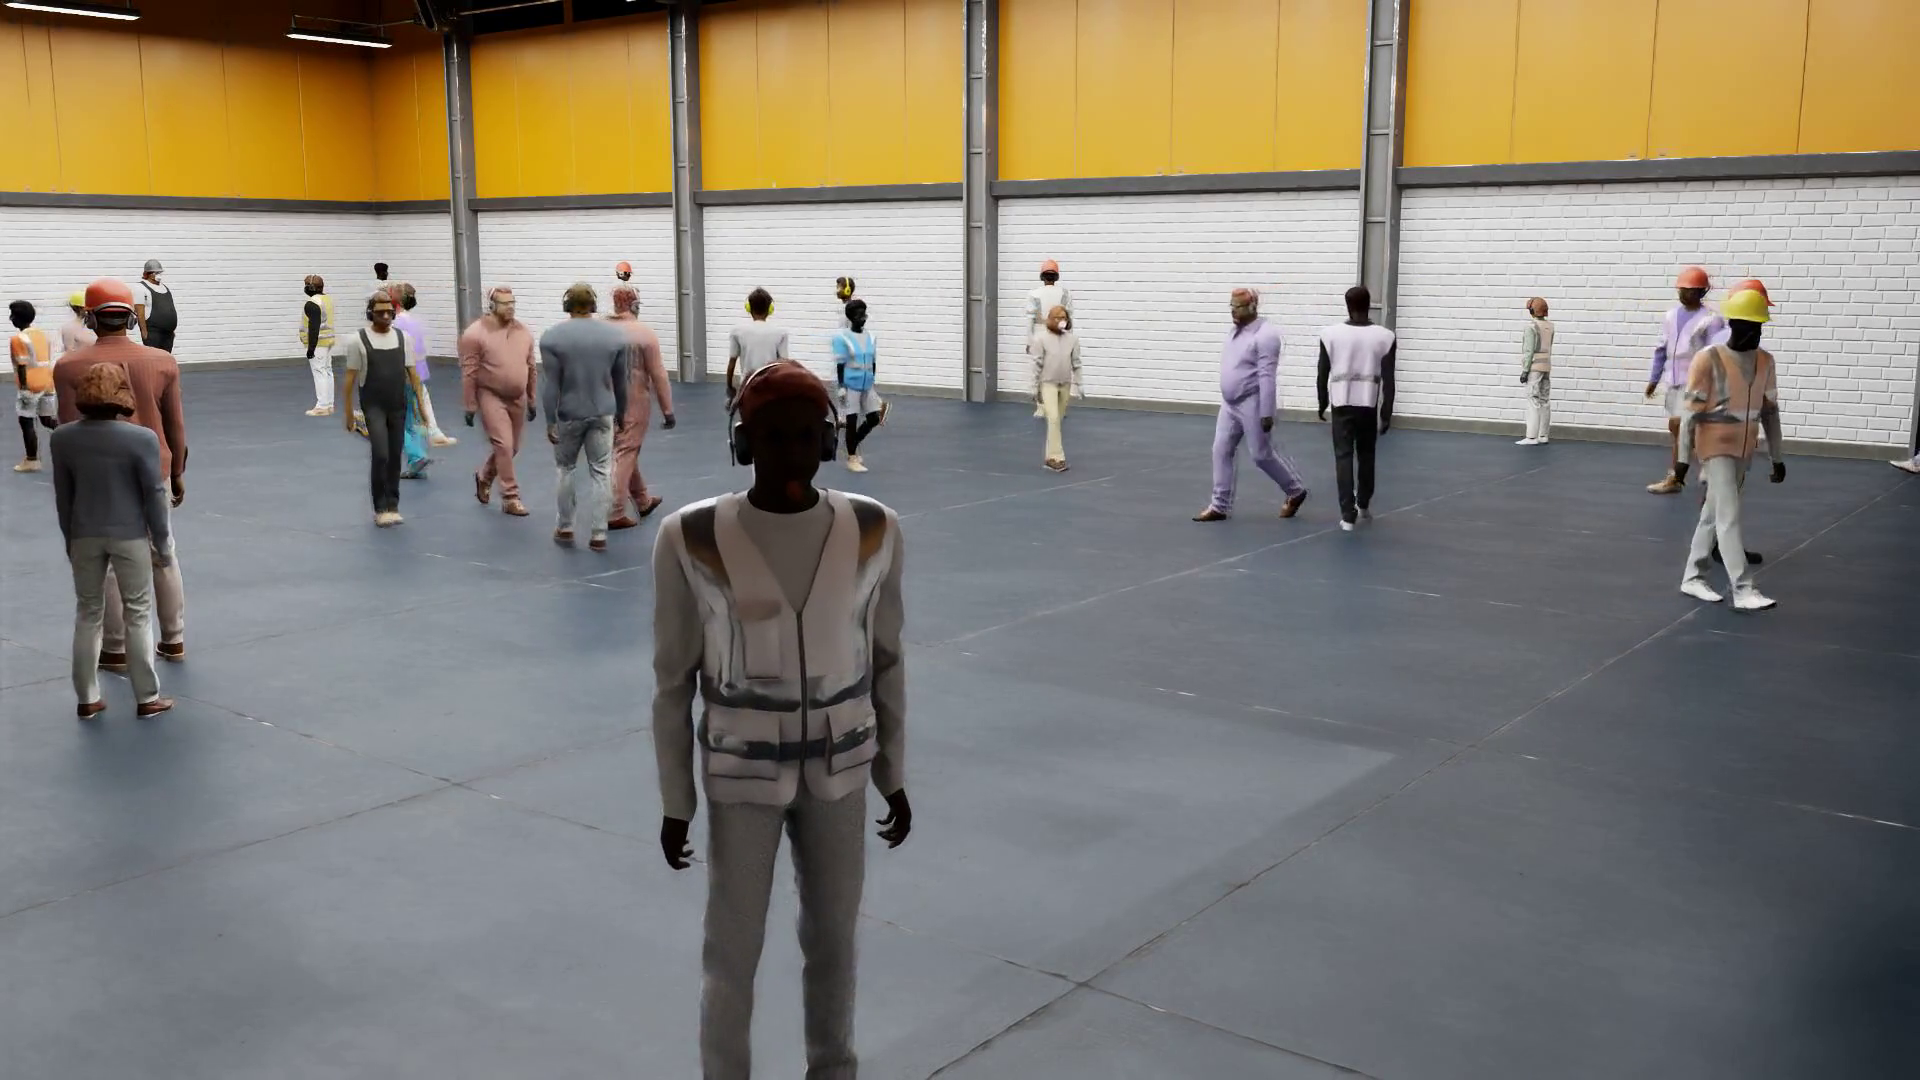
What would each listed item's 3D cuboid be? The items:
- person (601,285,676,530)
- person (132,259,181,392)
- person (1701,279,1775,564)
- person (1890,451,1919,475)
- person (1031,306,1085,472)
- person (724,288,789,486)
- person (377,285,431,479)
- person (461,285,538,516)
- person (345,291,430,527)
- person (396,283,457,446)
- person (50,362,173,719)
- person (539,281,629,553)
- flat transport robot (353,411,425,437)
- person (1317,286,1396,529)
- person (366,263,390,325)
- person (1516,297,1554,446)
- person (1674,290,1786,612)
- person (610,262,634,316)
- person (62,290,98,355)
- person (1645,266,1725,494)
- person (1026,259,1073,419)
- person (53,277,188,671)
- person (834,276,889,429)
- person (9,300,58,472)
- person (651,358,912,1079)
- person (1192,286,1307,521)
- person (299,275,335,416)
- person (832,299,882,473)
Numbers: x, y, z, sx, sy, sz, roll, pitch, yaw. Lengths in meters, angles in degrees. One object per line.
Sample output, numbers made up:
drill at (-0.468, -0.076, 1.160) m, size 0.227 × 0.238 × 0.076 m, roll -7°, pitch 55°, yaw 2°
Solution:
person at (-2.514, -1.045, 12.983) m, size 0.681 × 1.863 × 0.935 m, roll 5°, pitch 11°, yaw 27°
person at (-12.159, -3.240, 25.267) m, size 0.538 × 2.000 × 0.682 m, roll 3°, pitch 10°, yaw 15°
person at (5.342, -0.813, 11.436) m, size 0.363 × 1.939 × 0.542 m, roll 0°, pitch 10°, yaw 0°
person at (9.325, -1.407, 15.564) m, size 0.944 × 1.713 × 0.537 m, roll 6°, pitch 11°, yaw 31°
person at (0.996, -1.453, 16.102) m, size 0.523 × 1.600 × 0.752 m, roll -5°, pitch 11°, yaw -27°
person at (-1.718, -1.209, 14.106) m, size 0.522 × 1.816 × 0.957 m, roll -3°, pitch 10°, yaw -16°
person at (-5.188, -1.458, 15.514) m, size 0.450 × 1.823 × 0.562 m, roll 1°, pitch 10°, yaw 5°
person at (-3.804, -1.157, 13.656) m, size 0.877 × 1.876 × 0.656 m, roll 9°, pitch 13°, yaw 42°
person at (-4.423, -1.002, 12.866) m, size 0.546 × 1.820 × 0.615 m, roll -9°, pitch 13°, yaw -42°
person at (-5.971, -1.881, 18.065) m, size 0.831 × 1.807 × 0.627 m, roll -3°, pitch 10°, yaw -15°
person at (-3.859, 0.008, 7.584) m, size 0.500 × 1.624 × 0.304 m, roll 0°, pitch 10°, yaw -1°
person at (-2.703, -0.885, 11.926) m, size 0.645 × 1.917 × 0.759 m, roll -4°, pitch 11°, yaw -23°
flat transport robot at (-6.787, -1.397, 19.682) m, size 0.652 × 0.197 × 1.431 m, roll -5°, pitch 11°, yaw -26°
person at (3.094, -1.050, 13.073) m, size 0.581 × 1.855 × 0.995 m, roll 1°, pitch 10°, yaw 6°
person at (-10.610, -4.105, 30.526) m, size 0.612 × 1.961 × 0.364 m, roll 5°, pitch 11°, yaw 28°
person at (6.378, -1.860, 18.408) m, size 0.518 × 1.636 × 0.312 m, roll -8°, pitch 13°, yaw -40°
person at (4.642, -0.516, 9.823) m, size 0.617 × 1.888 × 0.898 m, roll -4°, pitch 11°, yaw -22°
person at (-5.586, -3.609, 27.570) m, size 0.401 × 1.986 × 0.612 m, roll -6°, pitch 11°, yaw -31°
person at (-8.996, -1.687, 17.079) m, size 0.439 × 1.750 × 0.511 m, roll 2°, pitch 10°, yaw 14°
person at (6.520, -1.422, 14.765) m, size 0.879 × 2.020 × 0.604 m, roll -4°, pitch 10°, yaw -21°
person at (1.145, -2.582, 21.431) m, size 0.612 × 2.041 × 0.394 m, roll -1°, pitch 10°, yaw -5°
person at (-4.255, -0.332, 8.471) m, size 0.382 × 1.995 × 0.612 m, roll 9°, pitch 13°, yaw 43°
person at (-1.260, -2.246, 20.029) m, size 0.705 × 1.857 × 0.504 m, roll -2°, pitch 10°, yaw -10°
person at (-8.859, -1.482, 16.084) m, size 0.664 × 1.674 × 0.543 m, roll 0°, pitch 10°, yaw 2°
person at (-0.390, 0.540, 3.714) m, size 0.584 × 1.883 × 0.337 m, roll -4°, pitch 10°, yaw -20°
person at (2.328, -1.069, 13.155) m, size 0.896 × 1.871 × 0.645 m, roll -5°, pitch 11°, yaw -25°
person at (-8.443, -2.553, 21.850) m, size 0.429 × 1.844 × 0.627 m, roll -1°, pitch 10°, yaw -4°
person at (-1.018, -1.487, 16.104) m, size 0.540 × 1.682 × 0.405 m, roll -8°, pitch 13°, yaw -39°
